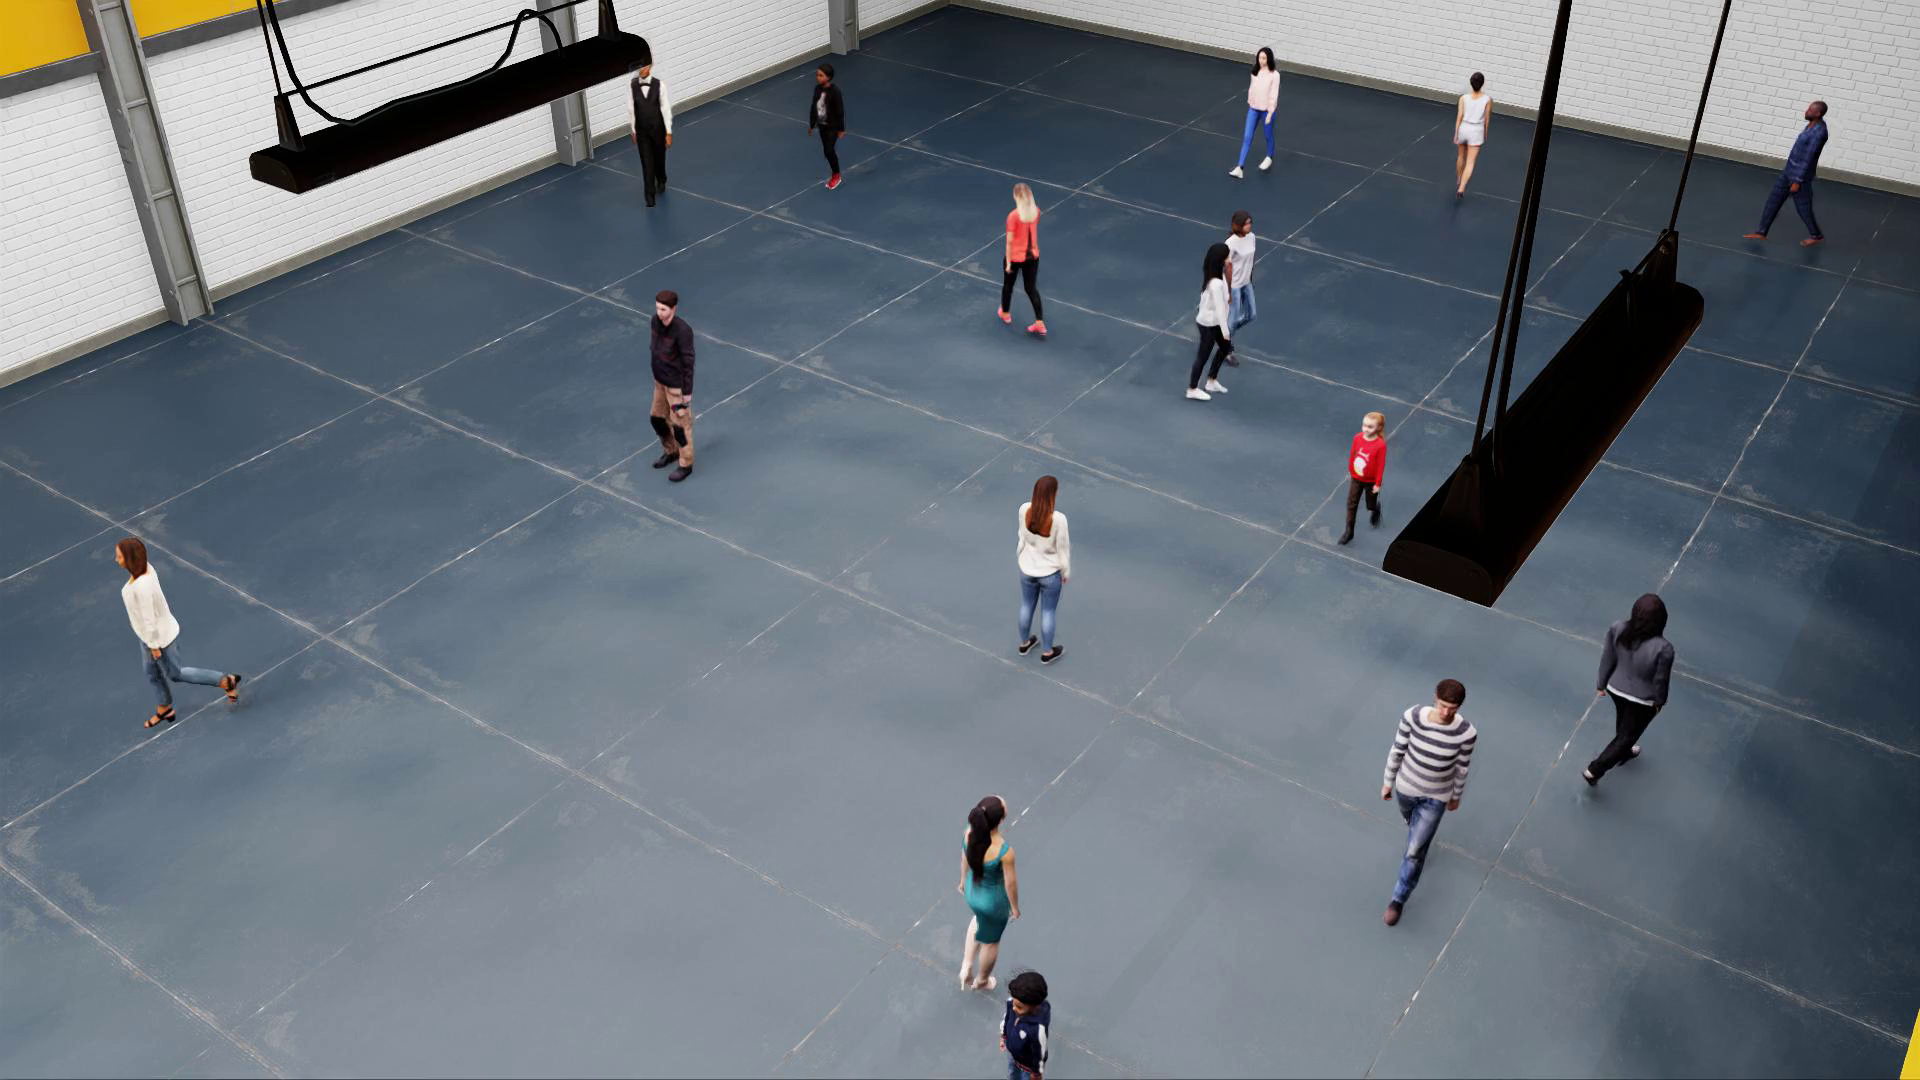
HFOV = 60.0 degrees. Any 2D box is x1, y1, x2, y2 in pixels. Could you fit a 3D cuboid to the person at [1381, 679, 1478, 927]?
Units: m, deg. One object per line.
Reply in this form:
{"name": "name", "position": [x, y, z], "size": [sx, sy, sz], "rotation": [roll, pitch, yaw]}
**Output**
{"name": "person", "position": [3.108, 1.603, 11.073], "size": [0.695, 1.803, 1.207], "rotation": [19, 38, 26]}

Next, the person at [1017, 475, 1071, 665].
{"name": "person", "position": [0.653, 0.229, 13.238], "size": [0.627, 1.693, 0.553], "rotation": [19, 38, 26]}

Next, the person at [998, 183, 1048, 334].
{"name": "person", "position": [0.751, -3.043, 18.192], "size": [1.054, 1.659, 0.947], "rotation": [-20, 39, -28]}

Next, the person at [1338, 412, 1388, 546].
{"name": "person", "position": [3.649, -0.576, 14.832], "size": [0.480, 1.270, 0.796], "rotation": [22, 39, 29]}

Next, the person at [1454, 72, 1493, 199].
{"name": "person", "position": [6.609, -5.220, 21.545], "size": [0.656, 1.573, 1.068], "rotation": [16, 37, 23]}

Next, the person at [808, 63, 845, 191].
{"name": "person", "position": [-1.662, -5.449, 21.810], "size": [0.624, 1.661, 0.620], "rotation": [26, 41, 33]}

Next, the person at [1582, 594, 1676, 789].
{"name": "person", "position": [4.826, 1.115, 12.011], "size": [1.100, 1.576, 0.894], "rotation": [-19, 38, -26]}

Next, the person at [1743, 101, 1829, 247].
{"name": "person", "position": [10.244, -4.386, 20.105], "size": [1.001, 1.779, 1.181], "rotation": [9, 35, 13]}

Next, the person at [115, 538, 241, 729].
{"name": "person", "position": [-5.973, 0.695, 12.569], "size": [1.081, 1.658, 0.888], "rotation": [-17, 37, -23]}

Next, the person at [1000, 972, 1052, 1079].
{"name": "person", "position": [0.388, 2.925, 9.608], "size": [0.639, 1.222, 0.609], "rotation": [-18, 38, -25]}

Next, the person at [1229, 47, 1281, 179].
{"name": "person", "position": [4.075, -5.678, 22.115], "size": [0.748, 1.704, 1.196], "rotation": [26, 41, 33]}

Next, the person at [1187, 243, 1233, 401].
{"name": "person", "position": [2.467, -2.207, 16.912], "size": [0.842, 1.683, 0.741], "rotation": [7, 34, 10]}

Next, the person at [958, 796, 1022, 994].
{"name": "person", "position": [0.112, 2.241, 10.228], "size": [0.625, 1.675, 0.660], "rotation": [28, 42, 35]}

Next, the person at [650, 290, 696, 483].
{"name": "person", "position": [-2.652, -1.497, 15.632], "size": [0.759, 1.918, 0.671], "rotation": [25, 41, 32]}

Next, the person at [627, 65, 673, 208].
{"name": "person", "position": [-3.947, -5.291, 21.385], "size": [1.204, 1.869, 1.351], "rotation": [-1, 34, -2]}

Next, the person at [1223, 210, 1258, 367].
{"name": "person", "position": [2.883, -2.701, 17.629], "size": [0.669, 1.713, 0.746], "rotation": [-26, 42, -34]}
